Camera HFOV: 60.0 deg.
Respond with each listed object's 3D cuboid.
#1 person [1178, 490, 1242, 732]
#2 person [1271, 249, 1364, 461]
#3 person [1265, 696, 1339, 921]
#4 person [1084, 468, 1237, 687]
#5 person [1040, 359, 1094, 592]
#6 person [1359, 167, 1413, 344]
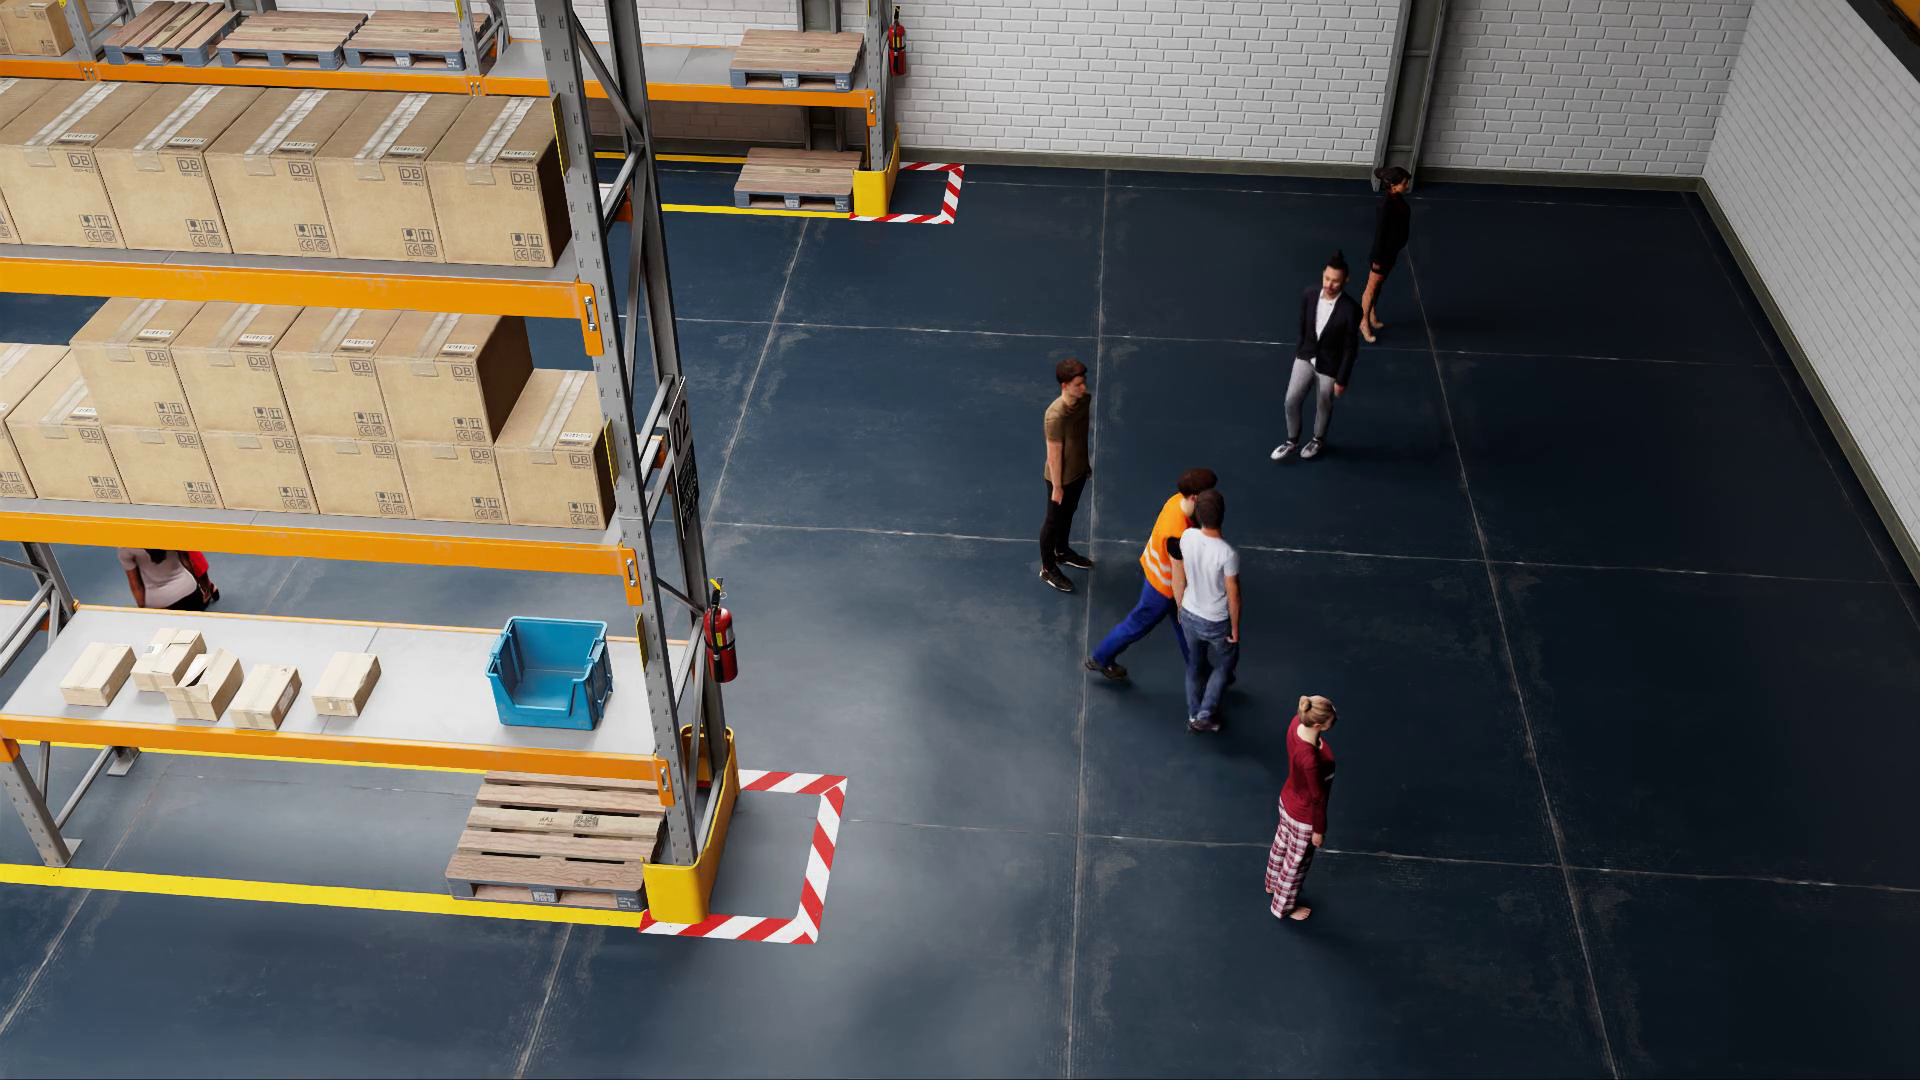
[{"bbox_3d":[1.531,0.529,10.692,0.845,1.840,0.759,-32,48,-33],"label":"person"},{"bbox_3d":[2.926,-1.489,13.146,0.906,1.931,0.976,30,47,32],"label":"person"},{"bbox_3d":[1.971,1.517,9.569,0.576,1.697,0.654,-5,39,-6],"label":"person"},{"bbox_3d":[1.281,0.278,11.009,1.311,1.836,0.834,7,39,9],"label":"person"},{"bbox_3d":[0.764,-0.500,11.971,0.727,1.852,0.744,20,43,24],"label":"person"},{"bbox_3d":[3.745,-2.532,14.685,0.725,1.640,0.670,18,42,21],"label":"person"}]
